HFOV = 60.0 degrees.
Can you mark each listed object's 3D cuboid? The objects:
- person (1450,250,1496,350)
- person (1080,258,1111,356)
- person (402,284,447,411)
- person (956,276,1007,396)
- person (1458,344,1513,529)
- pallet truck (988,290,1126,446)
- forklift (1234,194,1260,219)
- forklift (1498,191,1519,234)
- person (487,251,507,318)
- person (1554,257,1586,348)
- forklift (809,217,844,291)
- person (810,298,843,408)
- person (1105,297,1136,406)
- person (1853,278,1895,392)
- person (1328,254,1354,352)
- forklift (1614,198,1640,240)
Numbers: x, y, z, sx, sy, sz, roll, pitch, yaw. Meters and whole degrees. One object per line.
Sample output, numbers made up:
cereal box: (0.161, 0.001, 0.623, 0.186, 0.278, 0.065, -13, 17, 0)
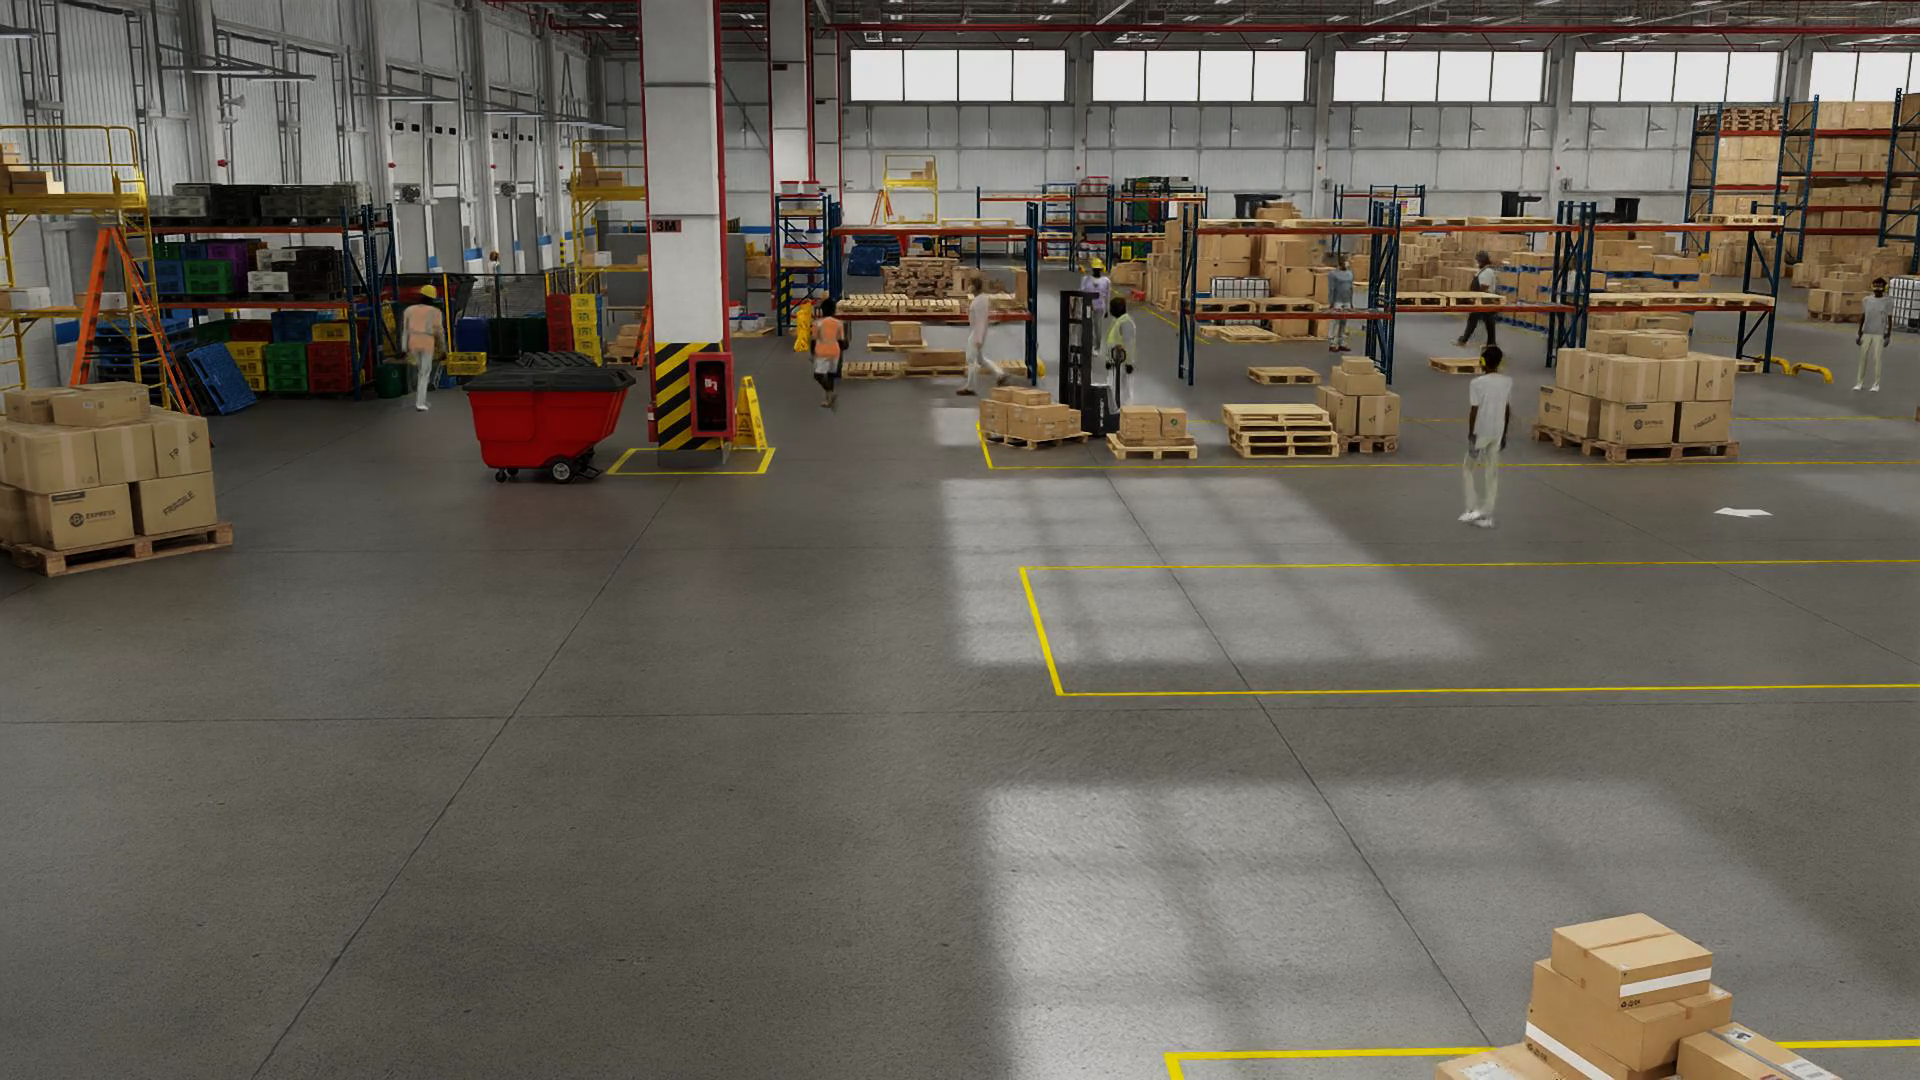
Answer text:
person: (10.407, -4.850, 33.528, 0.974, 2.000, 0.691, 1, 13, 4)
person: (2.662, -4.594, 32.695, 0.593, 1.906, 0.806, 1, 13, 6)
person: (-8.066, -2.891, 25.045, 0.601, 1.876, 0.710, 3, 13, 11)
person: (0.339, -3.259, 26.616, 0.748, 1.923, 0.637, 1, 13, 6)
person: (5.313, -1.055, 16.817, 0.539, 1.851, 0.556, -2, 13, -9)
pallet truck: (1.257, -2.299, 22.111, 1.885, 1.965, 0.823, -9, 15, -35)
forklift: (9.450, -10.045, 55.072, 1.129, 2.768, 1.873, -11, 17, -41)
forklift: (20.706, -11.779, 62.904, 1.873, 2.768, 1.129, 0, 12, -2)
person: (-11.422, -6.267, 40.866, 0.523, 1.631, 0.323, 11, 17, 42)
person: (12.030, -4.611, 32.727, 0.515, 1.921, 0.657, -2, 13, -7)
forklift: (-4.375, -8.619, 48.637, 1.873, 2.768, 1.129, 0, 12, -2)
person: (-1.982, -2.803, 25.084, 0.545, 1.682, 0.564, -8, 15, -32)
person: (2.149, -2.533, 23.593, 0.853, 1.808, 0.666, -2, 13, -7)
person: (14.958, -3.360, 27.226, 0.334, 1.860, 0.509, -11, 17, -41)
person: (7.595, -4.715, 33.153, 0.632, 1.940, 0.368, -7, 14, -29)
forklift: (18.702, -8.223, 46.848, 1.873, 2.768, 1.129, 0, 12, -2)
